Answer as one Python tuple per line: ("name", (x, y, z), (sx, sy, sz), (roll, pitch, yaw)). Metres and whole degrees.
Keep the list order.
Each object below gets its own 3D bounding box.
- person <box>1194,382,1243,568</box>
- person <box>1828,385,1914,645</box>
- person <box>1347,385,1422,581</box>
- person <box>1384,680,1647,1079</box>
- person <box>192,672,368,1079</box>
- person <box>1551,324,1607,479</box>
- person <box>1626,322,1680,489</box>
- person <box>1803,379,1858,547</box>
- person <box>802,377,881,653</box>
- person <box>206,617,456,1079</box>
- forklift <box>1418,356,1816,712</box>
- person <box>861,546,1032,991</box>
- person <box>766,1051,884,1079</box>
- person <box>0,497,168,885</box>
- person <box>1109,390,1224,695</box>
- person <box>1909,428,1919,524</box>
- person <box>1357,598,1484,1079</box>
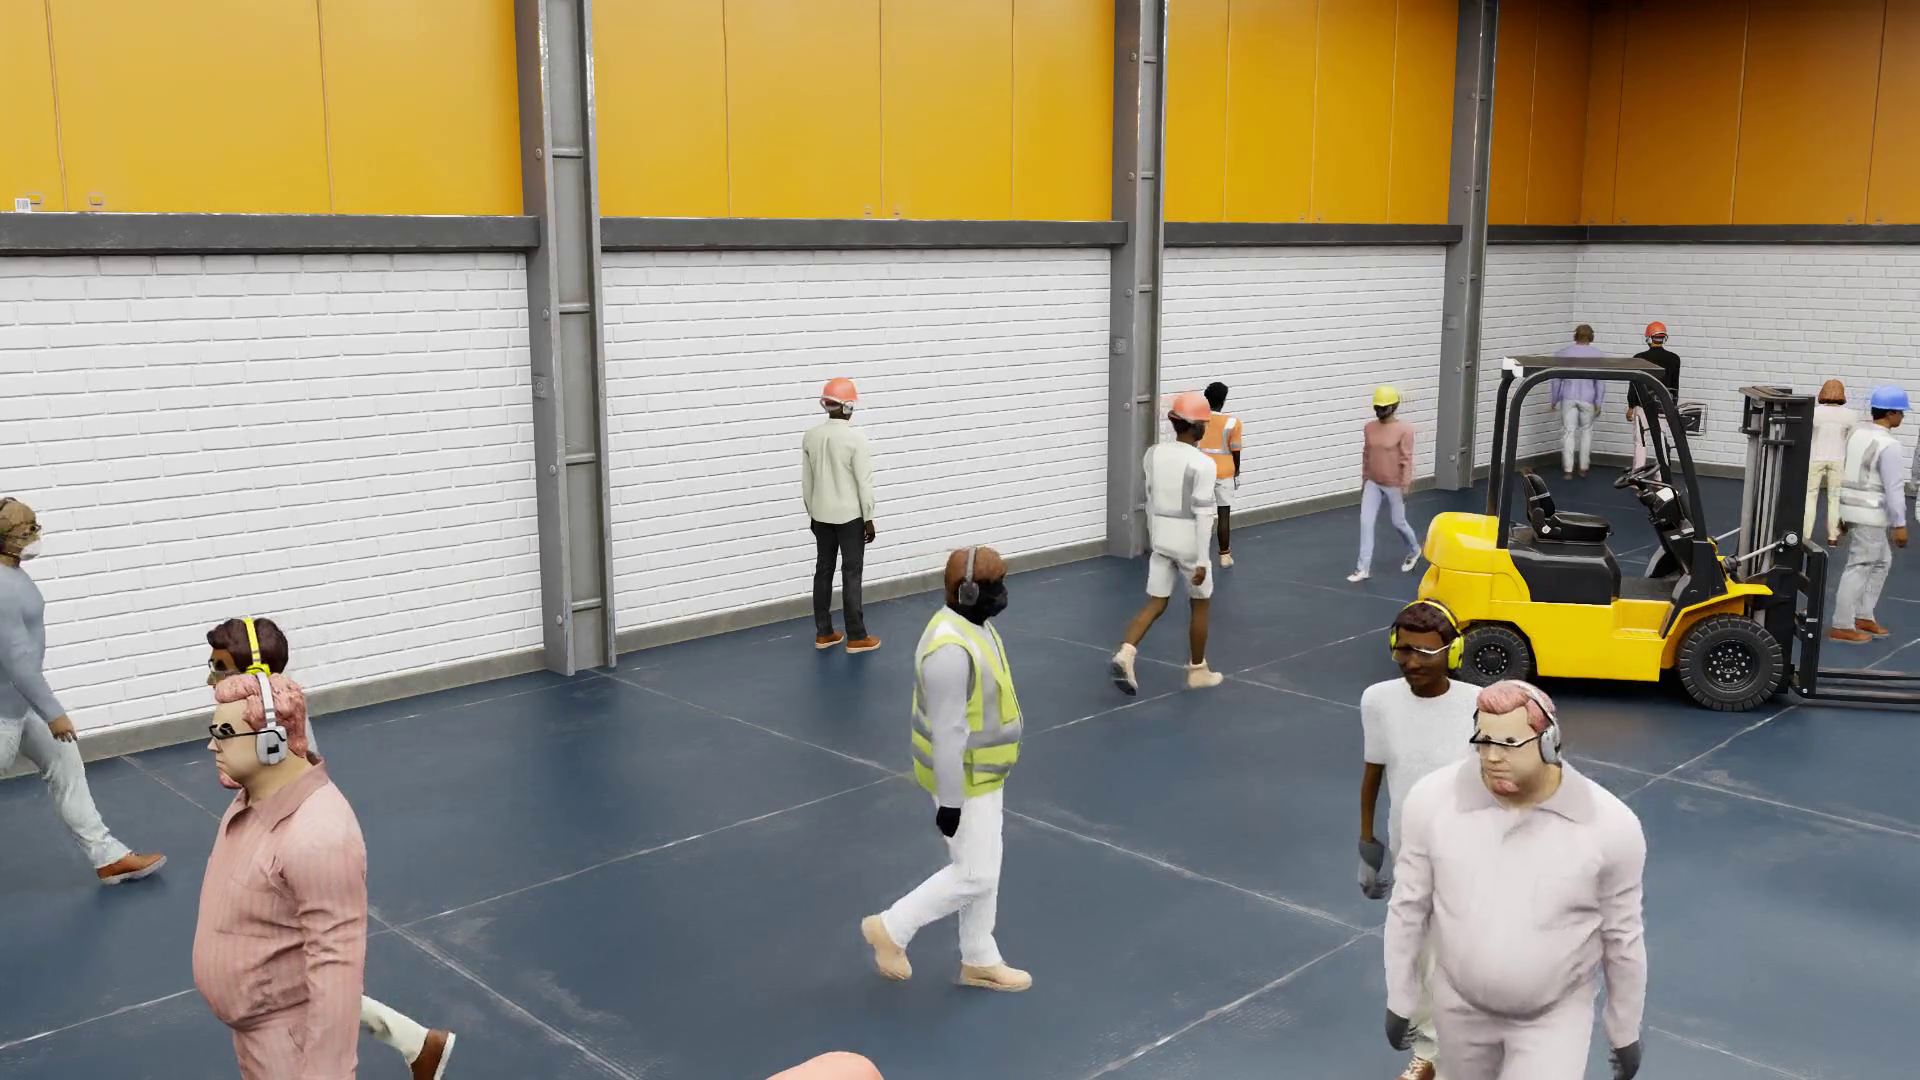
("person", (2.306, -0.593, 15.143), (0.532, 1.690, 0.322), (5, 11, 24))
("person", (6.740, -0.168, 12.166), (0.647, 1.921, 0.634), (1, 10, 5))
("person", (3.788, -0.512, 14.624), (0.854, 1.724, 0.526), (-9, 14, -41))
("person", (1.540, 1.257, 4.632), (0.678, 1.857, 0.944), (6, 12, 31))
("person", (-1.774, 1.274, 4.360), (0.409, 1.907, 0.651), (-8, 13, -37))
("person", (7.688, -1.721, 20.682), (0.632, 1.936, 0.595), (4, 11, 23))
("person", (8.244, -1.601, 19.827), (0.618, 1.989, 0.402), (-1, 10, -7))
("person", (8.402, -0.743, 16.136), (0.494, 1.624, 0.279), (3, 11, 17))
("person", (-0.860, -0.181, 12.054), (0.608, 1.996, 0.381), (7, 13, 34))
("person", (-2.084, 1.124, 5.361), (0.754, 1.846, 0.519), (-4, 11, -21))
("forklift", (4.276, -0.101, 11.076), (2.313, 2.155, 1.214), (2, 11, 13))
("person", (-0.032, 0.916, 6.532), (0.574, 1.824, 0.639), (2, 11, 9))
("person", (-0.167, 1.618, 2.114), (0.609, 2.044, 0.374), (8, 13, 38))
("person", (-4.273, 0.736, 7.441), (1.098, 1.881, 0.621), (-4, 11, -20))
("person", (1.373, 0.035, 10.826), (0.890, 2.021, 0.611), (-9, 14, -42))
("person", (8.890, -0.535, 15.020), (0.516, 1.612, 0.486), (2, 11, 11))
("person", (1.595, 1.084, 5.623), (0.534, 1.830, 0.606), (7, 13, 34))
